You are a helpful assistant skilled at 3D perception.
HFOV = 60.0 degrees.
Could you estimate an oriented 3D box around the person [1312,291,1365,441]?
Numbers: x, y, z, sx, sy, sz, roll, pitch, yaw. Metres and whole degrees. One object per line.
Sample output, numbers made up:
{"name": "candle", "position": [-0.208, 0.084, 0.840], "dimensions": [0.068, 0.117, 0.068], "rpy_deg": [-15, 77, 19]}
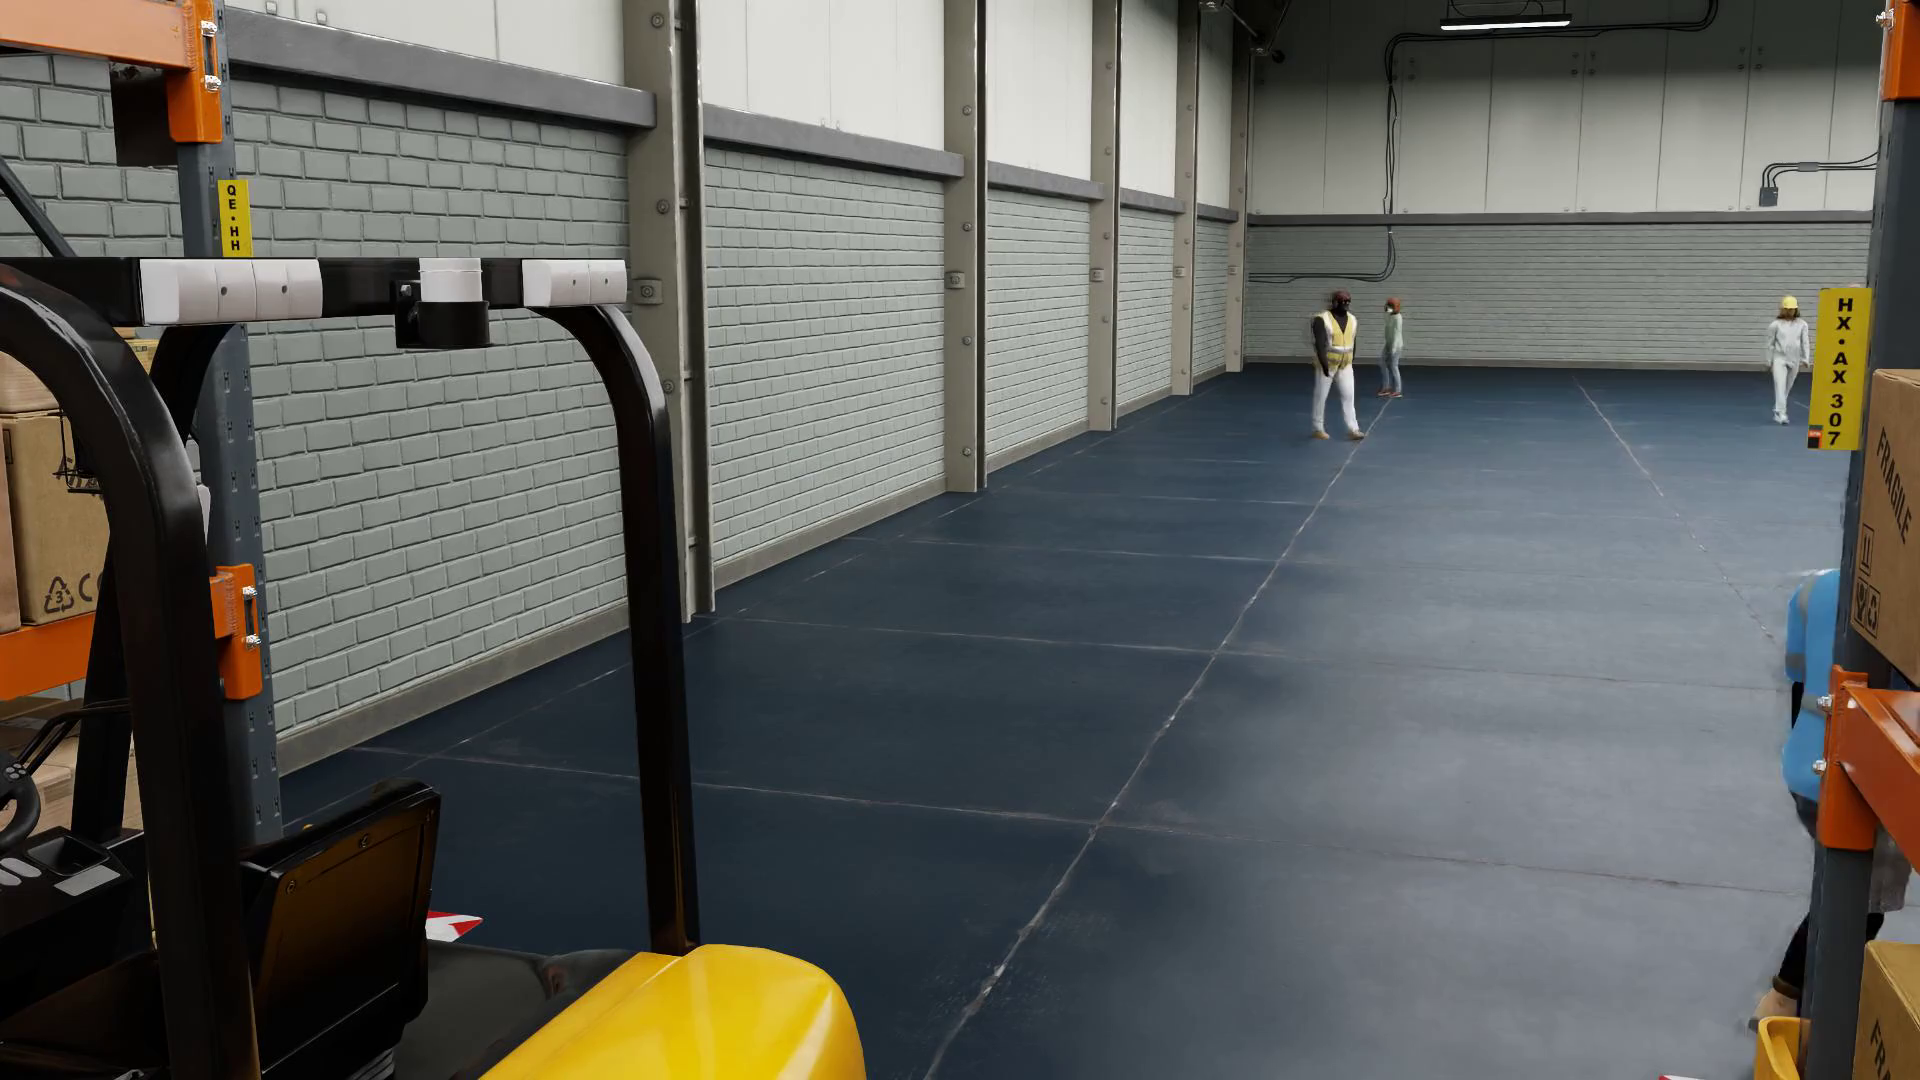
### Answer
{"name": "person", "position": [4.579, -2.089, 20.076], "dimensions": [0.629, 1.802, 0.899], "rpy_deg": [-3, 10, -18]}

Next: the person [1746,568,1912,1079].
{"name": "person", "position": [2.308, 0.636, 4.226], "dimensions": [0.368, 1.676, 0.540], "rpy_deg": [-1, 10, -4]}

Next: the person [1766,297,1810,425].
{"name": "person", "position": [11.044, -2.391, 22.217], "dimensions": [0.493, 1.695, 0.917], "rpy_deg": [1, 10, 6]}

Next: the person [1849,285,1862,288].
{"name": "person", "position": [12.294, -2.593, 22.976], "dimensions": [0.633, 1.845, 1.050], "rpy_deg": [4, 10, 20]}

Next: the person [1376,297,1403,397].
{"name": "person", "position": [6.899, -3.073, 26.489], "dimensions": [0.393, 1.604, 0.545], "rpy_deg": [-2, 10, -12]}
